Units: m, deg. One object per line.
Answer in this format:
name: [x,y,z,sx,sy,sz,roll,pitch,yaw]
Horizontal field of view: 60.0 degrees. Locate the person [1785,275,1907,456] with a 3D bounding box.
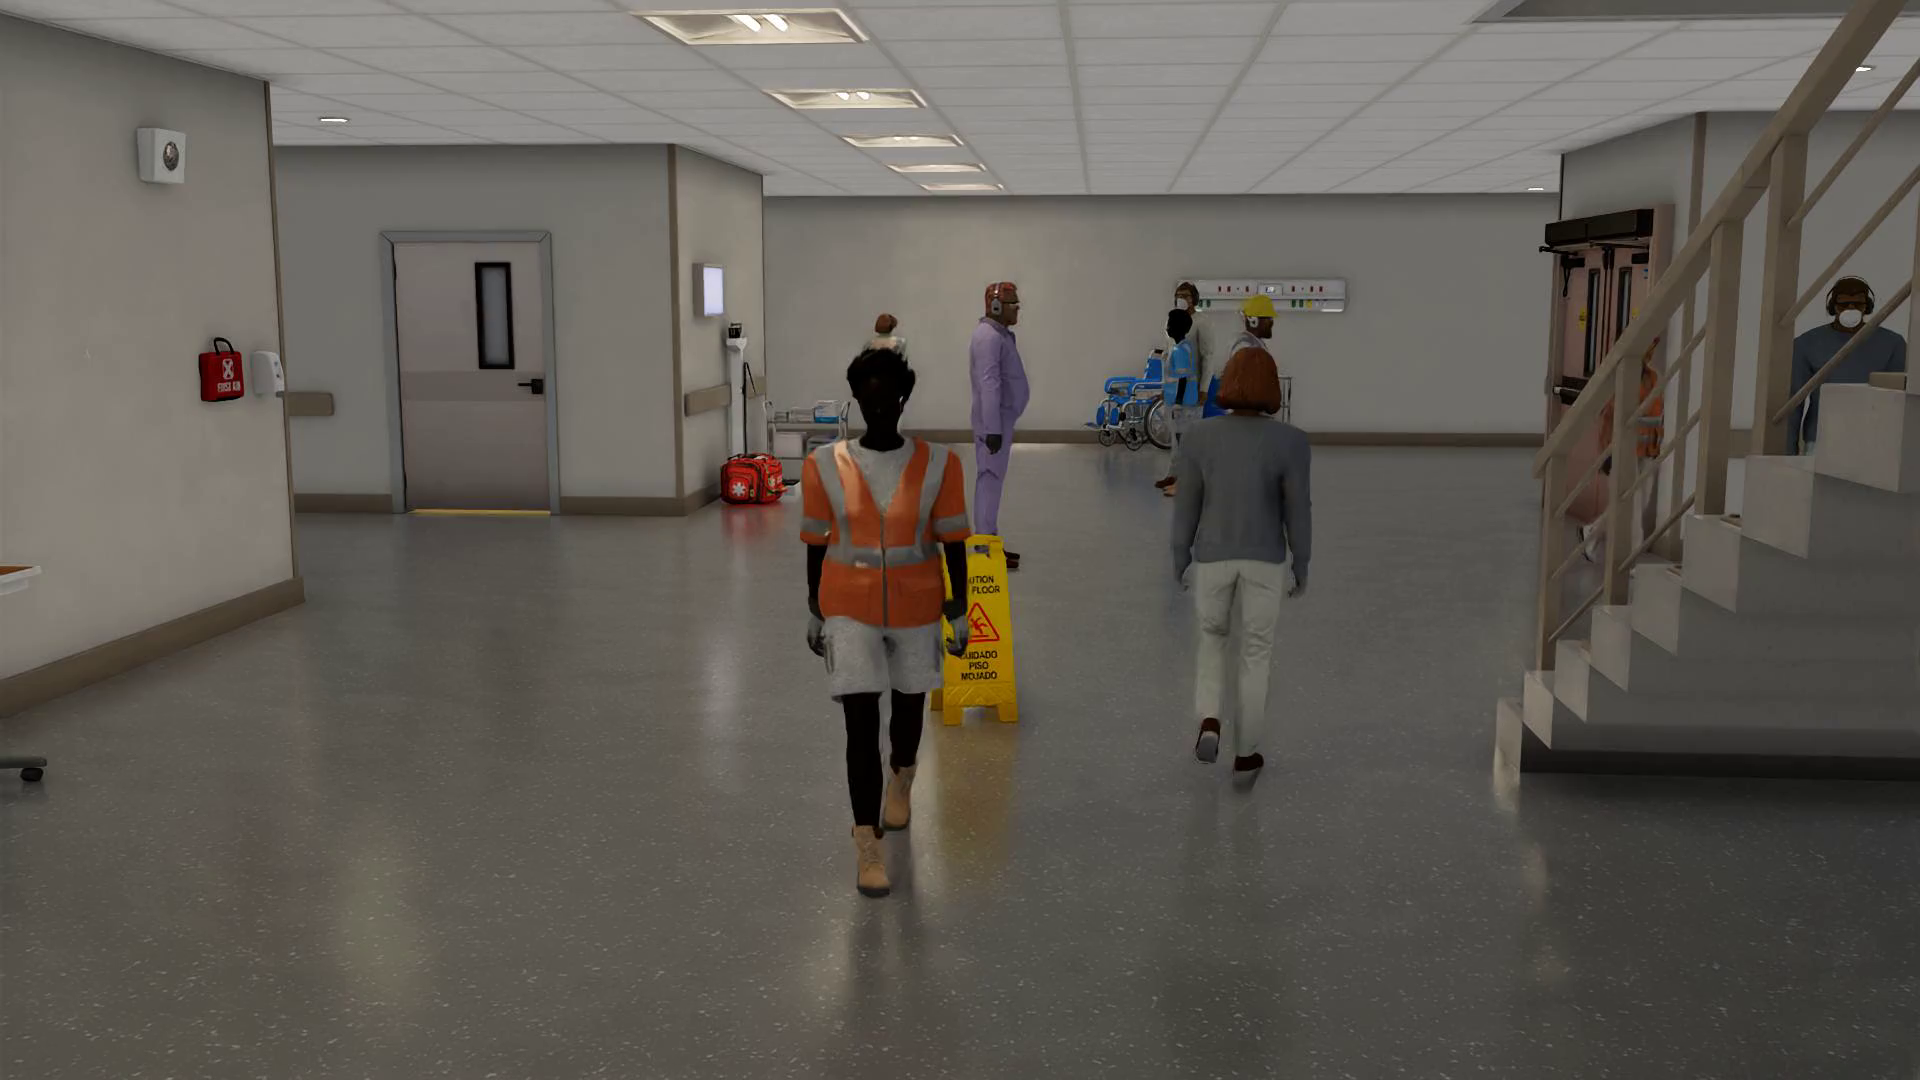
person: [5.035,-0.537,9.514,0.634,1.928,0.380,2,9,16]

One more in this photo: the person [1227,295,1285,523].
person: [2.432,-1.029,13.223,0.704,1.807,0.627,3,9,18]

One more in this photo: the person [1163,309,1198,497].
person: [1.989,-1.235,15.018,0.322,1.696,0.536,1,8,9]

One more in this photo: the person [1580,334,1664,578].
person: [4.305,-0.571,10.776,0.521,1.620,0.677,-5,10,-28]

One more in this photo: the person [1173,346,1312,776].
person: [1.066,0.086,6.277,0.524,1.622,0.357,3,9,19]

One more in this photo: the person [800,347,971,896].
person: [-0.240,0.207,5.340,0.537,1.664,0.844,-1,8,-6]

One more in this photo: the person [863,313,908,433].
person: [-0.823,-1.682,18.307,0.521,1.629,0.490,1,8,7]

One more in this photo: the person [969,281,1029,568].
person: [0.266,-0.775,11.184,0.401,1.907,0.646,1,8,5]

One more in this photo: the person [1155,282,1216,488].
person: [2.091,-1.421,15.465,0.361,1.939,0.635,-6,10,-34]
